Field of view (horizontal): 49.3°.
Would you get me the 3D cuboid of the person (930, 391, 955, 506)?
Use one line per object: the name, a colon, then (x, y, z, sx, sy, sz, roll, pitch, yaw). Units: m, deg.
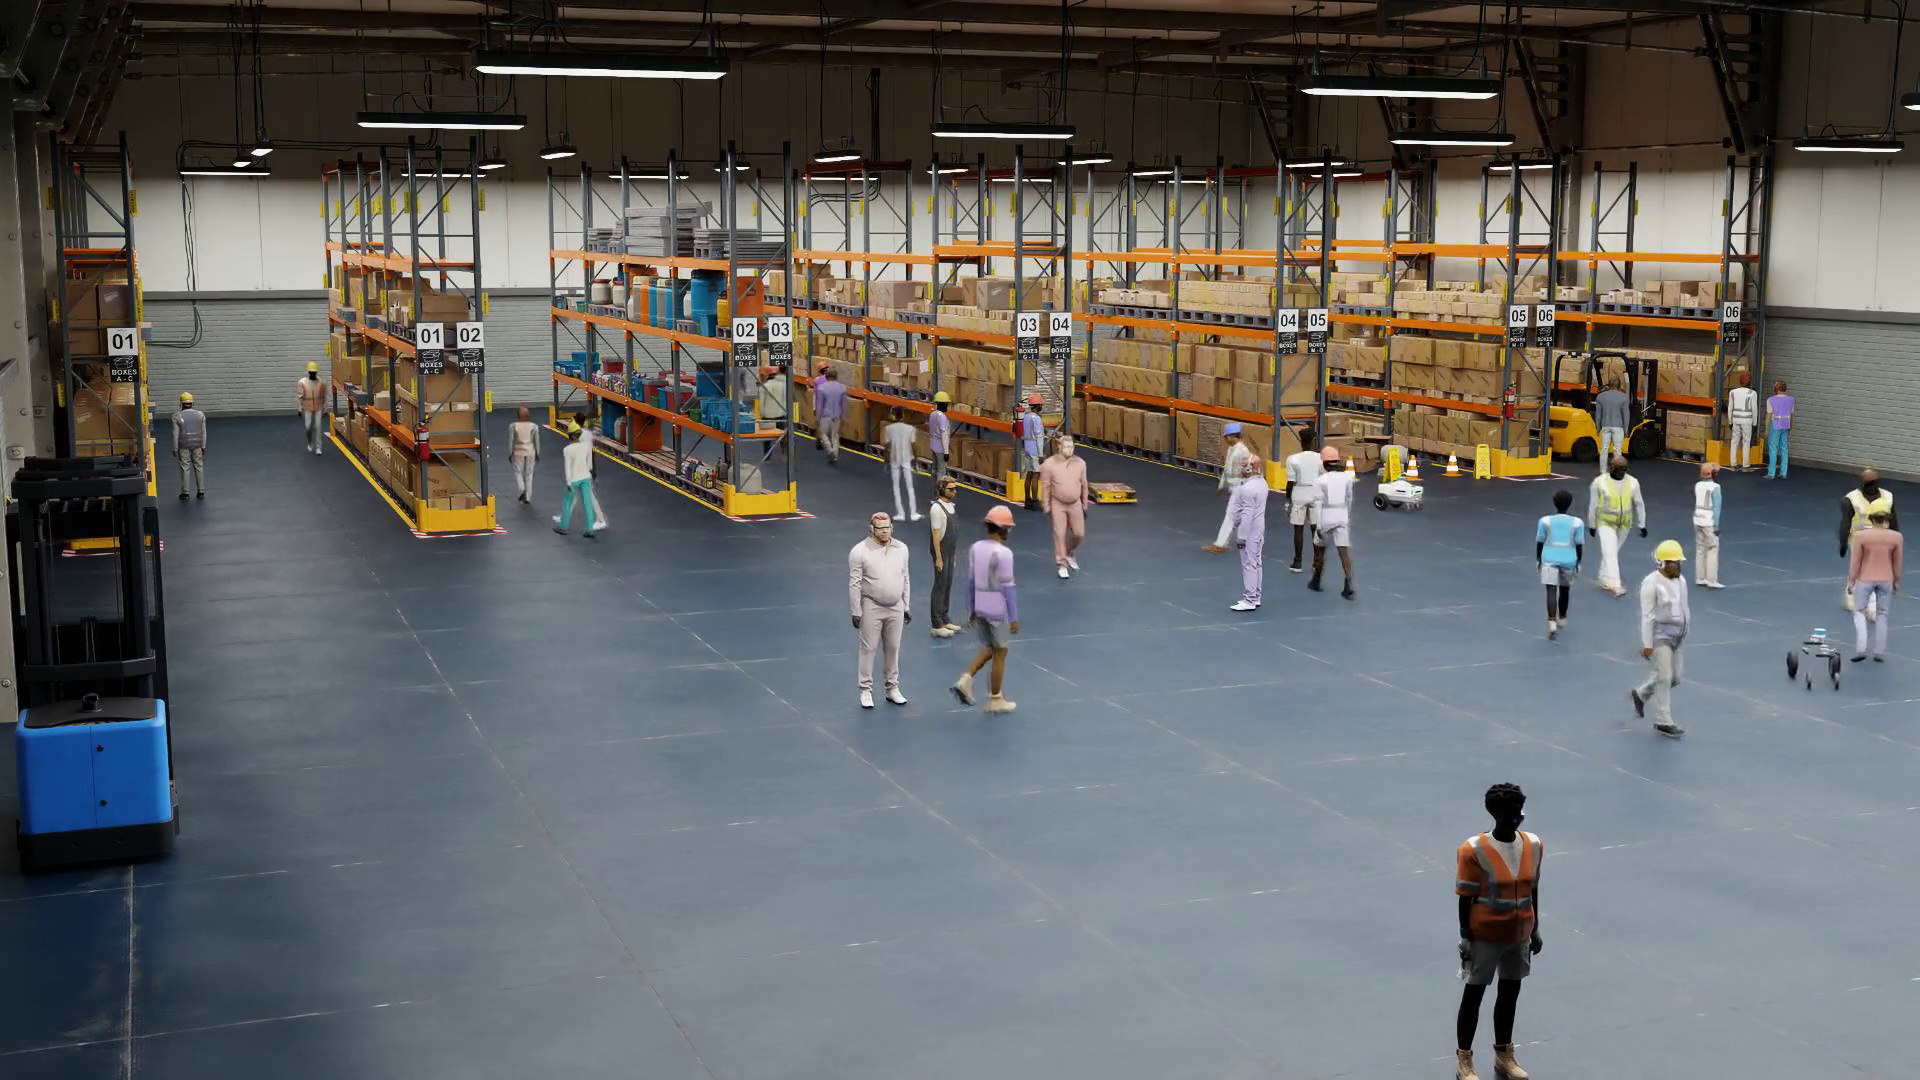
person: (-0.322, -1.524, 35.034, 0.360, 1.930, 0.586, -4, 9, -22)

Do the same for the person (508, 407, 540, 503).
person: (-7.384, -1.443, 35.479, 0.542, 1.624, 0.372, -3, 9, -19)

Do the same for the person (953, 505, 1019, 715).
person: (0.294, 0.675, 20.076, 0.573, 2.020, 0.605, -5, 10, -31)

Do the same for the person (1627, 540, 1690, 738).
person: (6.462, 0.886, 19.358, 0.598, 1.815, 0.630, -6, 11, -36)

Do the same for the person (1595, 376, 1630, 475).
person: (12.001, -2.051, 38.519, 0.627, 1.941, 0.372, 6, 11, 36)

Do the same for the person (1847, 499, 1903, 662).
person: (9.835, 0.441, 22.517, 0.545, 1.772, 0.333, 1, 9, 8)

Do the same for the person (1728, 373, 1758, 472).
person: (14.951, -2.244, 39.989, 0.337, 1.882, 0.584, -7, 11, -39)

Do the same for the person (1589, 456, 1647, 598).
person: (8.345, -0.186, 26.657, 0.643, 1.786, 0.999, -1, 9, -8)

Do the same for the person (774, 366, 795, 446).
person: (-3.723, -2.833, 44.015, 0.541, 1.854, 0.634, -2, 9, -10)

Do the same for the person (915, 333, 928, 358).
person: (-0.995, -4.702, 56.277, 0.392, 1.914, 0.589, -6, 10, -34)

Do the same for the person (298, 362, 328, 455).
person: (-13.276, -2.707, 42.984, 0.616, 1.910, 0.432, -3, 9, -21)

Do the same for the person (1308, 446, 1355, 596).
person: (4.763, -0.239, 26.645, 0.561, 1.897, 0.984, -2, 9, -12)

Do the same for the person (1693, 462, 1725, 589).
person: (9.697, -0.194, 27.166, 0.355, 1.632, 0.546, -2, 9, -13)

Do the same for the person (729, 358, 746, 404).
person: (-5.302, -3.558, 49.610, 0.514, 1.614, 0.437, -5, 10, -29)

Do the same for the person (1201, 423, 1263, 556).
person: (3.910, -0.718, 29.841, 1.000, 1.874, 0.608, -1, 9, -8)

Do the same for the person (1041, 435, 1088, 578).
person: (1.417, -0.459, 28.045, 0.669, 1.897, 0.548, -2, 9, -16)

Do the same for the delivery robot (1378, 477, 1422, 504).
delivery robot: (7.281, -0.802, 34.619, 0.477, 0.478, 0.707, -8, 12, -43)

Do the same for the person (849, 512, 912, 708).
person: (-0.759, 0.674, 20.458, 0.654, 1.906, 0.408, -5, 10, -28)

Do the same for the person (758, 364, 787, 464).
person: (-3.658, -2.477, 41.247, 0.616, 1.974, 0.805, -4, 10, -26)

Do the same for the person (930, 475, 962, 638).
person: (-0.170, 0.173, 24.000, 0.331, 1.844, 0.519, 3, 9, 19)

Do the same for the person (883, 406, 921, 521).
person: (-0.927, -1.217, 33.320, 0.609, 1.837, 0.331, -1, 9, -8)

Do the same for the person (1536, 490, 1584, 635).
person: (6.898, 0.254, 24.110, 0.535, 1.658, 0.887, 2, 9, 12)

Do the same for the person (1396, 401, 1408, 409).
person: (10.239, -3.427, 48.381, 0.483, 1.737, 0.320, 8, 12, 43)

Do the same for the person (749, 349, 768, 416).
person: (-4.794, -3.919, 51.278, 1.007, 1.850, 0.668, -2, 9, -14)

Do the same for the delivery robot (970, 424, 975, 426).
delivery robot: (0.427, -2.810, 48.005, 0.477, 0.478, 0.707, -2, 9, -16)

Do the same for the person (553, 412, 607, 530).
person: (-5.908, -1.073, 32.465, 0.990, 1.795, 0.615, 3, 9, 18)

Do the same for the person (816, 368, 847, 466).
person: (-2.531, -2.413, 40.978, 0.659, 1.921, 0.441, -5, 10, -30)

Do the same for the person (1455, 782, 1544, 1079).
person: (2.931, 2.138, 11.383, 0.540, 1.698, 0.318, -3, 9, -19)

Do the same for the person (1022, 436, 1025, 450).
person: (1.216, -2.232, 40.574, 0.546, 1.665, 0.768, -4, 9, -26)

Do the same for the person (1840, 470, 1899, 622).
person: (10.900, 0.027, 25.184, 0.641, 1.791, 0.949, -1, 9, -7)

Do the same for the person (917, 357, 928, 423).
person: (-0.930, -3.505, 49.230, 0.503, 1.633, 0.280, -2, 9, -14)

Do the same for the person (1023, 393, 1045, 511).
person: (1.245, -1.463, 34.587, 0.347, 1.942, 0.549, -4, 9, -24)

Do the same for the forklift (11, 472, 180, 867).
forklift: (-6.630, 0.886, 15.957, 1.129, 2.768, 1.873, -3, 9, -21)

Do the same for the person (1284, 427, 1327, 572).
person: (4.699, -0.549, 28.417, 0.614, 1.962, 0.366, -1, 9, -8)

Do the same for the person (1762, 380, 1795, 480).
person: (15.154, -2.029, 38.717, 0.563, 1.838, 0.378, -2, 9, -16)

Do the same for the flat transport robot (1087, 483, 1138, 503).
flat transport robot: (2.584, -0.818, 35.974, 0.652, 0.197, 1.431, -1, 9, -7)

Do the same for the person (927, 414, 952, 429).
person: (-0.467, -3.277, 46.825, 0.623, 1.907, 0.972, -6, 10, -34)

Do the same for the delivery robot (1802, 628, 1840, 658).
delivery robot: (8.845, 1.029, 21.548, 0.335, 0.223, 0.698, 2, 9, 12)

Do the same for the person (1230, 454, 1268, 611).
person: (3.524, -0.098, 25.594, 0.410, 1.913, 0.643, 4, 9, 23)

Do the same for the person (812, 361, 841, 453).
person: (-2.777, -2.764, 43.460, 0.607, 1.890, 0.519, 2, 9, 14)

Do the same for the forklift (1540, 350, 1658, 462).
forklift: (12.897, -2.725, 42.309, 2.313, 2.155, 1.214, -3, 9, -21)

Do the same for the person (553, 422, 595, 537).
person: (-5.822, -0.916, 31.669, 0.529, 1.728, 0.785, -8, 12, -44)

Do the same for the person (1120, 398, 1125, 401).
person: (4.025, -3.945, 51.042, 0.654, 1.964, 0.837, 0, 9, 3)

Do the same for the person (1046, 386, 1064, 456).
person: (1.840, -2.336, 40.421, 0.542, 1.939, 0.362, -5, 10, -28)

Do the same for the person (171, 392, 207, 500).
person: (-13.260, -1.622, 36.010, 0.590, 1.833, 0.403, -7, 11, -41)
